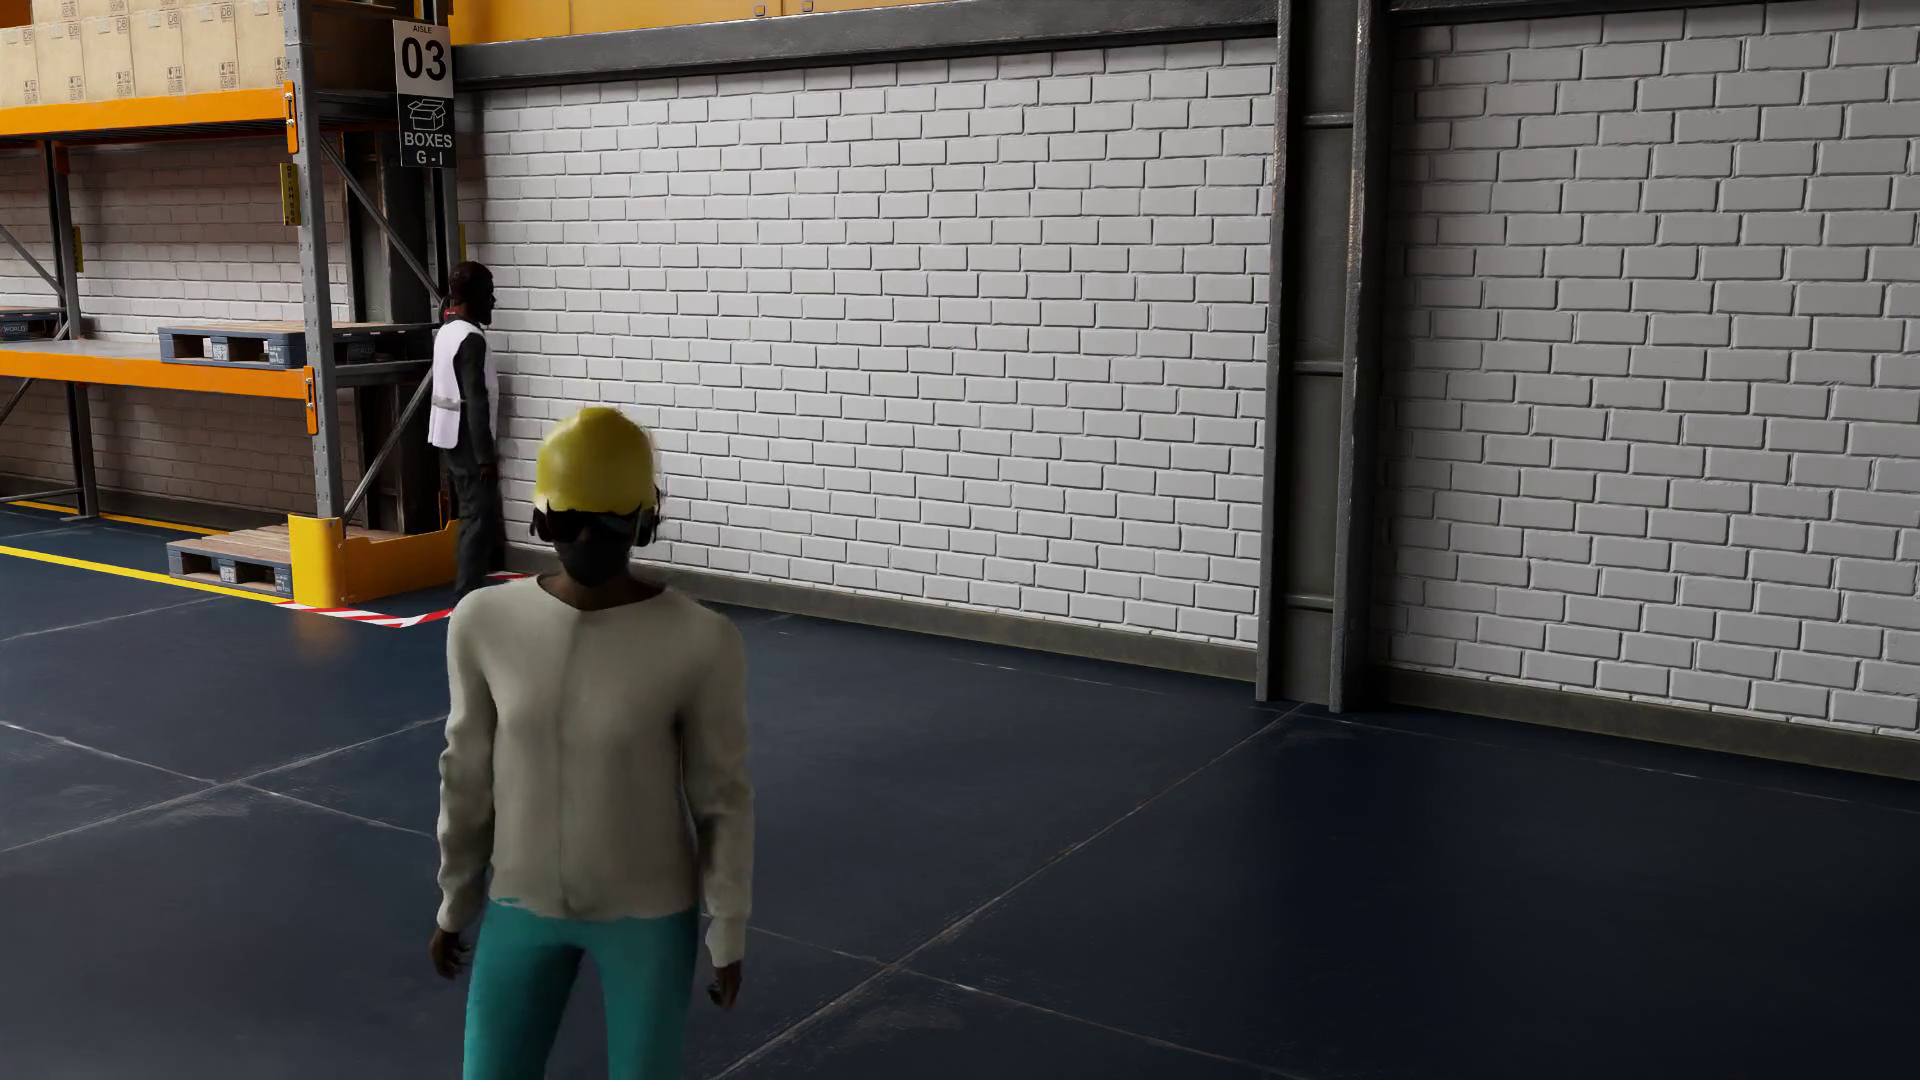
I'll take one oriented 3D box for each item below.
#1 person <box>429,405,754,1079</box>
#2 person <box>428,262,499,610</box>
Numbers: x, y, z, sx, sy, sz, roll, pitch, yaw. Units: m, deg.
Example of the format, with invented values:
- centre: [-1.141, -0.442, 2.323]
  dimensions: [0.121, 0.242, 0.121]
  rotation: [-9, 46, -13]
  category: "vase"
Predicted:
- centre: [-0.631, 0.634, 2.897]
  dimensions: [0.573, 1.755, 0.523]
  rotation: [1, 10, 6]
  category: "person"
- centre: [-2.548, -0.474, 8.636]
  dimensions: [0.397, 1.914, 0.600]
  rotation: [-5, 11, -25]
  category: "person"
